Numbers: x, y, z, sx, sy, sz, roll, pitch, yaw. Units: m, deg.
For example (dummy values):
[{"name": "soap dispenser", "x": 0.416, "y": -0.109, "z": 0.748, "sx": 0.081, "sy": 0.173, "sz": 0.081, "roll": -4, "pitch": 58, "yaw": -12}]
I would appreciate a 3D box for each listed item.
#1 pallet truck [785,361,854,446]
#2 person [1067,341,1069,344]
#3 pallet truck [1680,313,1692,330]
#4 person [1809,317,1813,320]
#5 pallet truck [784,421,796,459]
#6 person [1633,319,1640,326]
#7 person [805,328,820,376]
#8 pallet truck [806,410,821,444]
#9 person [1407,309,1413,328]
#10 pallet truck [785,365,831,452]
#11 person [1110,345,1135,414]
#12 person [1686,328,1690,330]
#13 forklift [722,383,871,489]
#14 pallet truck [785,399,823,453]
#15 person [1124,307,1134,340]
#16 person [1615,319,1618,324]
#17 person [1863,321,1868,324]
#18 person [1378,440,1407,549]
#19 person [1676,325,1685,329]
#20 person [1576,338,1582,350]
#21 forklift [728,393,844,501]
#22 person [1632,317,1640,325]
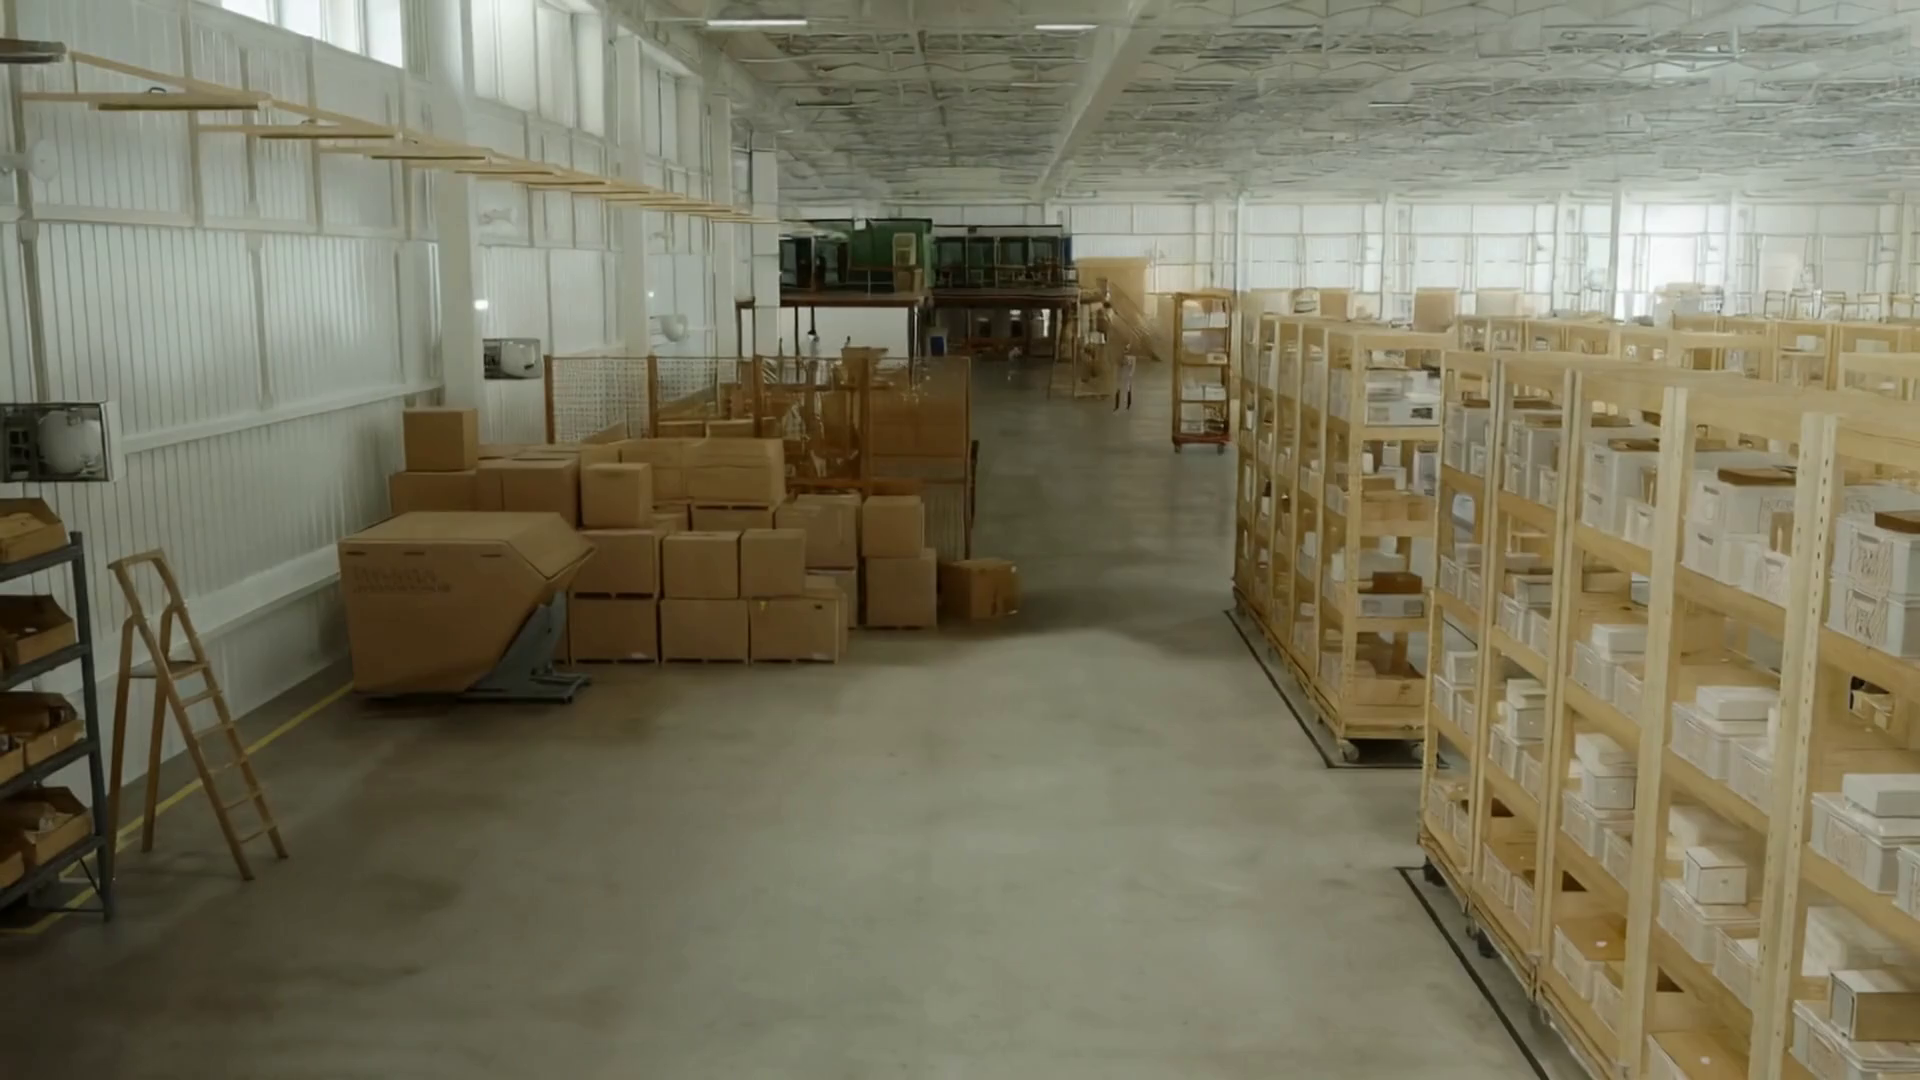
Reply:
[{"name": "pallet truck", "x": -3.410, "y": -3.193, "z": 38.978, "sx": 1.885, "sy": 1.965, "sz": 0.823, "roll": 0, "pitch": 9, "yaw": -1}, {"name": "person", "x": 5.500, "y": -11.484, "z": 90.779, "sx": 0.992, "sy": 1.793, "sz": 0.616, "roll": 0, "pitch": 9, "yaw": 0}, {"name": "pallet truck", "x": 36.315, "y": -10.531, "z": 84.244, "sx": 0.823, "sy": 1.965, "sz": 1.885, "roll": -6, "pitch": 11, "yaw": -33}, {"name": "person", "x": 41.170, "y": -9.868, "z": 80.559, "sx": 0.635, "sy": 1.855, "sz": 0.865, "roll": -4, "pitch": 10, "yaw": -21}, {"name": "pallet truck", "x": -4.013, "y": -1.793, "z": 32.705, "sx": 1.601, "sy": 1.201, "sz": 0.680, "roll": 0, "pitch": 9, "yaw": 1}, {"name": "person", "x": 31.433, "y": -9.319, "z": 77.116, "sx": 1.013, "sy": 1.898, "sz": 0.644, "roll": 6, "pitch": 11, "yaw": 34}, {"name": "person", "x": -5.674, "y": -7.214, "z": 64.129, "sx": 0.574, "sy": 1.885, "sz": 0.355, "roll": 0, "pitch": 9, "yaw": 1}, {"name": "pallet truck", "x": -3.559, "y": -2.018, "z": 33.905, "sx": 1.522, "sy": 1.261, "sz": 0.704, "roll": 0, "pitch": 9, "yaw": -1}, {"name": "person", "x": 25.600, "y": -12.181, "z": 94.666, "sx": 0.395, "sy": 1.920, "sz": 0.585, "roll": 6, "pitch": 11, "yaw": 32}, {"name": "pallet truck", "x": -3.774, "y": -2.976, "z": 37.635, "sx": 1.885, "sy": 1.965, "sz": 0.823, "roll": 1, "pitch": 9, "yaw": 5}, {"name": "person", "x": 4.646, "y": -4.564, "z": 47.480, "sx": 0.601, "sy": 1.988, "sz": 0.979, "roll": 6, "pitch": 11, "yaw": 33}, {"name": "person", "x": 26.669, "y": -6.787, "z": 61.153, "sx": 0.382, "sy": 1.993, "sz": 0.622, "roll": -4, "pitch": 10, "yaw": -26}, {"name": "forklift", "x": -2.893, "y": -1.687, "z": 28.729, "sx": 2.680, "sy": 1.987, "sz": 1.157, "roll": 0, "pitch": 9, "yaw": -1}, {"name": "pallet truck", "x": -3.814, "y": -2.432, "z": 36.419, "sx": 1.630, "sy": 1.274, "sz": 0.653, "roll": 0, "pitch": 9, "yaw": 1}, {"name": "person", "x": 9.948, "y": -12.749, "z": 98.074, "sx": 0.615, "sy": 1.945, "sz": 0.399, "roll": -4, "pitch": 10, "yaw": -22}, {"name": "person", "x": 32.438, "y": -10.082, "z": 82.390, "sx": 0.535, "sy": 1.700, "sz": 0.318, "roll": -3, "pitch": 10, "yaw": -18}, {"name": "person", "x": 40.021, "y": -8.751, "z": 73.644, "sx": 0.524, "sy": 1.875, "sz": 0.322, "roll": 7, "pitch": 12, "yaw": 39}, {"name": "person", "x": 6.097, "y": -0.636, "z": 23.658, "sx": 0.646, "sy": 1.853, "sz": 1.010, "roll": -6, "pitch": 11, "yaw": -33}, {"name": "person", "x": 37.174, "y": -10.694, "z": 85.789, "sx": 0.528, "sy": 1.820, "sz": 0.637, "roll": 6, "pitch": 11, "yaw": 31}, {"name": "person", "x": 24.803, "y": -7.809, "z": 67.319, "sx": 0.684, "sy": 2.000, "sz": 0.535, "roll": 2, "pitch": 10, "yaw": 15}, {"name": "forklift", "x": -2.979, "y": -1.316, "z": 26.476, "sx": 2.680, "sy": 1.987, "sz": 1.157, "roll": 0, "pitch": 9, "yaw": 1}, {"name": "person", "x": 31.743, "y": -9.512, "z": 78.200, "sx": 0.592, "sy": 1.922, "sz": 0.400, "roll": 0, "pitch": 9, "yaw": -3}]
